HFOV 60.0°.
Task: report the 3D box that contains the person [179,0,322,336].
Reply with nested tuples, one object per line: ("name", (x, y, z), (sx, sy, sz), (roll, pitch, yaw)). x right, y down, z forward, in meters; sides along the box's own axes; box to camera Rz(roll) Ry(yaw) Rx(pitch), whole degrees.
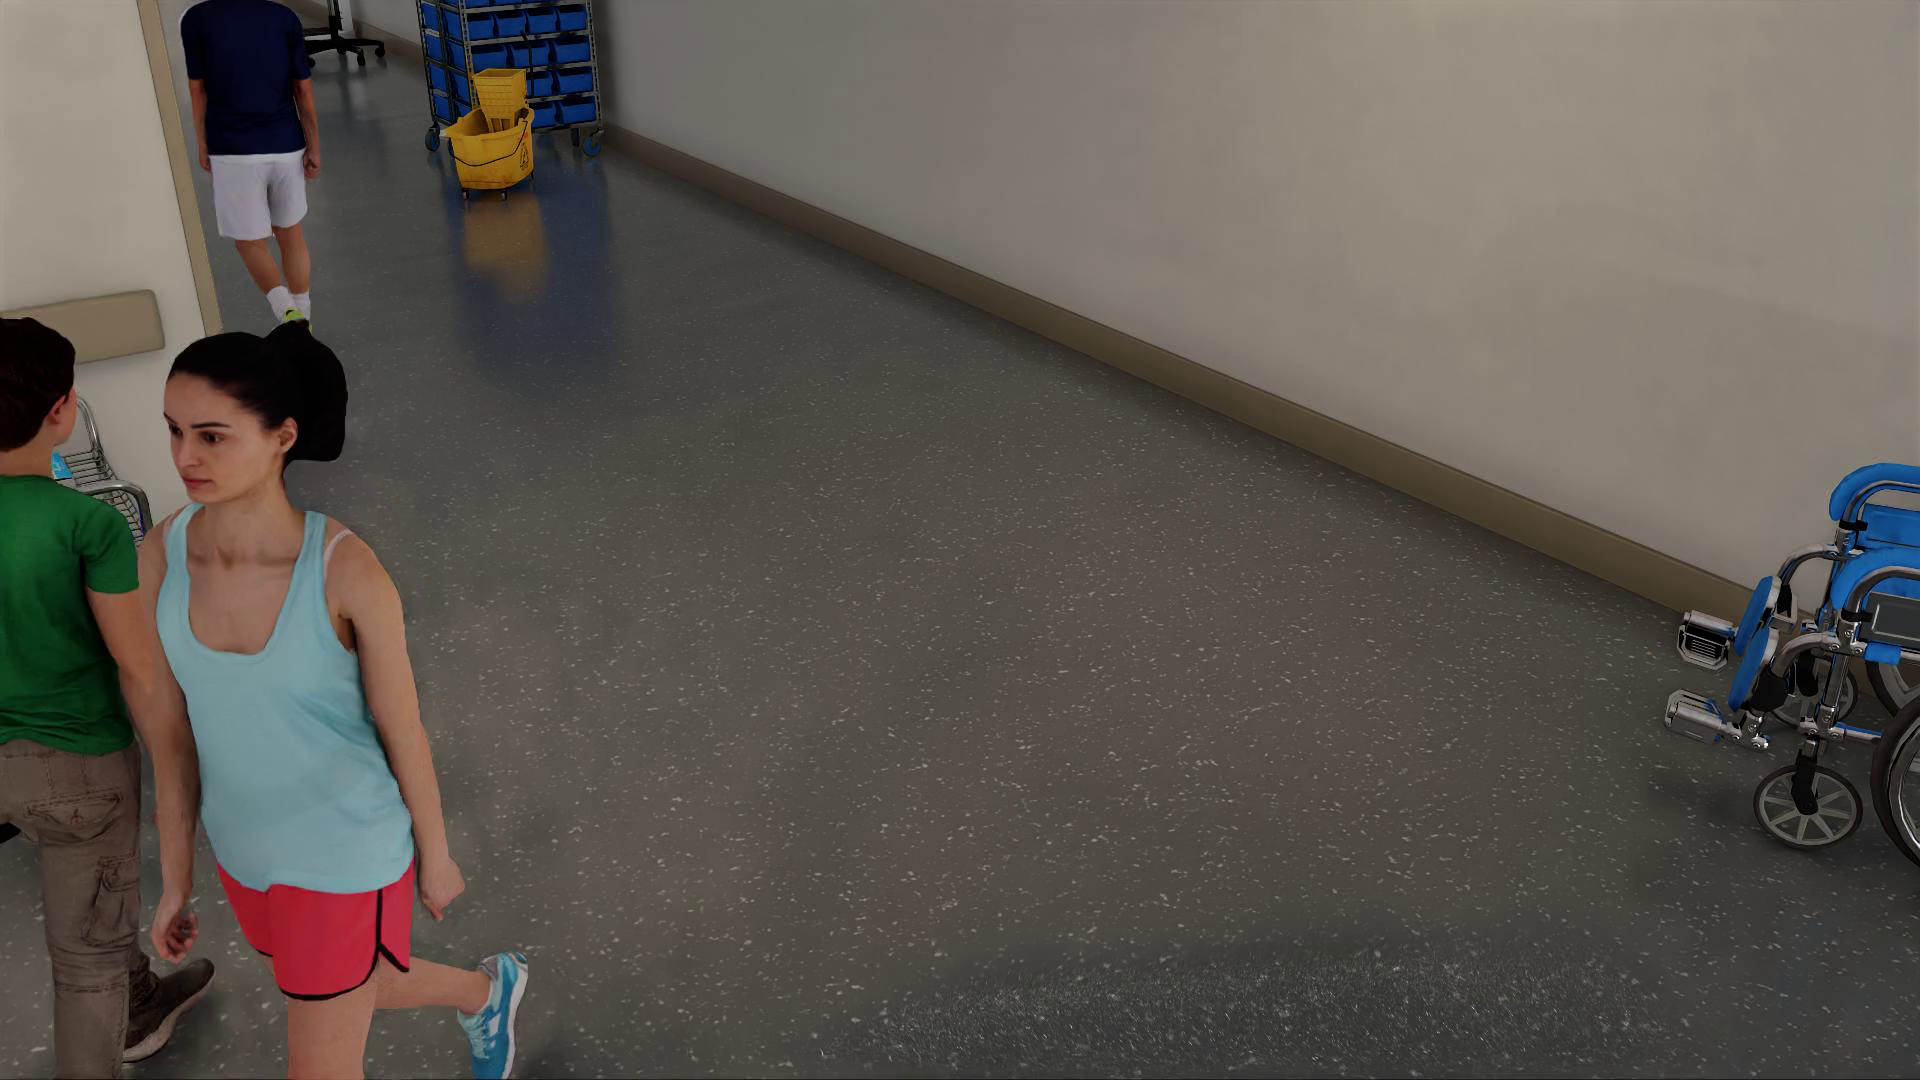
("person", (-2.944, -1.618, 7.002), (0.968, 1.815, 0.680), (-16, 30, -30))

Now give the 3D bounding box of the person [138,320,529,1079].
("person", (-1.007, 0.483, 2.732), (0.991, 1.739, 1.157), (8, 27, 17))

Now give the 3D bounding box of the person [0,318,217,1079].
("person", (-1.648, 0.448, 2.943), (0.904, 1.618, 0.958), (4, 26, 8))
